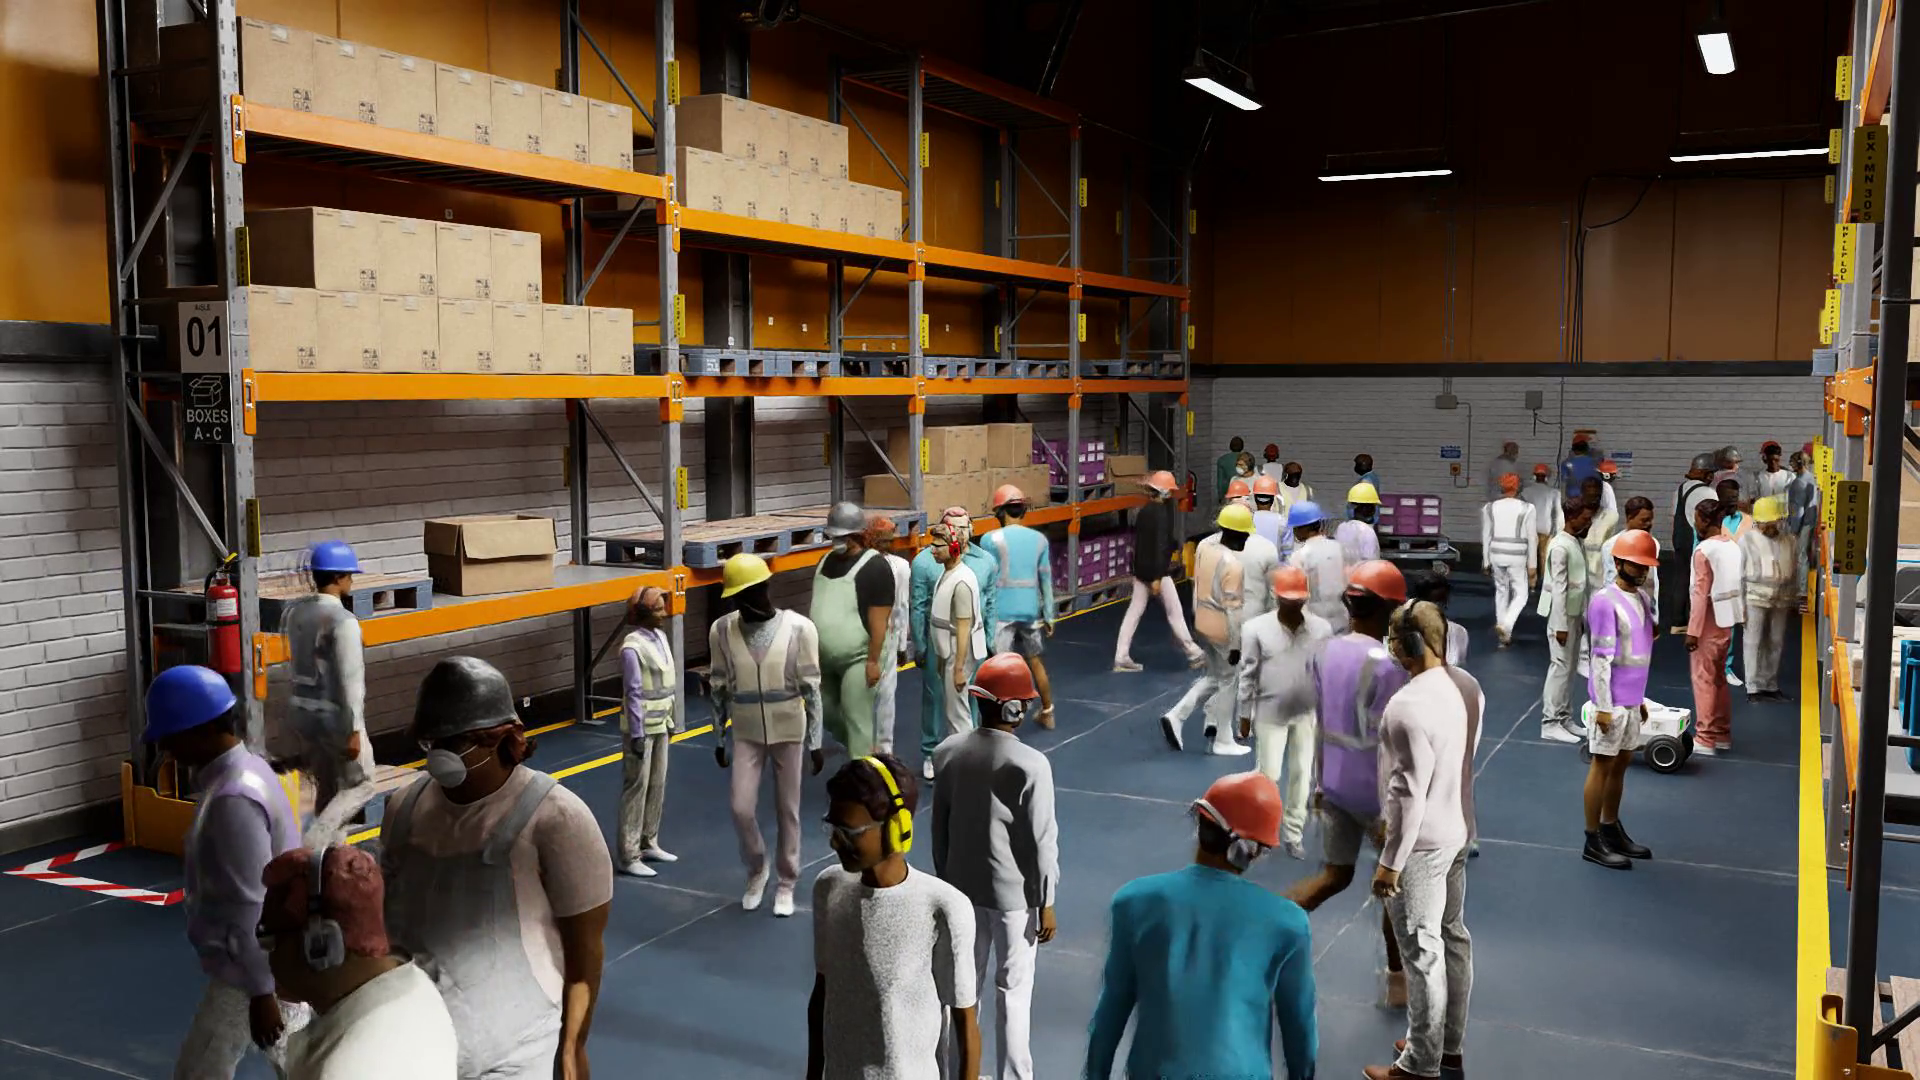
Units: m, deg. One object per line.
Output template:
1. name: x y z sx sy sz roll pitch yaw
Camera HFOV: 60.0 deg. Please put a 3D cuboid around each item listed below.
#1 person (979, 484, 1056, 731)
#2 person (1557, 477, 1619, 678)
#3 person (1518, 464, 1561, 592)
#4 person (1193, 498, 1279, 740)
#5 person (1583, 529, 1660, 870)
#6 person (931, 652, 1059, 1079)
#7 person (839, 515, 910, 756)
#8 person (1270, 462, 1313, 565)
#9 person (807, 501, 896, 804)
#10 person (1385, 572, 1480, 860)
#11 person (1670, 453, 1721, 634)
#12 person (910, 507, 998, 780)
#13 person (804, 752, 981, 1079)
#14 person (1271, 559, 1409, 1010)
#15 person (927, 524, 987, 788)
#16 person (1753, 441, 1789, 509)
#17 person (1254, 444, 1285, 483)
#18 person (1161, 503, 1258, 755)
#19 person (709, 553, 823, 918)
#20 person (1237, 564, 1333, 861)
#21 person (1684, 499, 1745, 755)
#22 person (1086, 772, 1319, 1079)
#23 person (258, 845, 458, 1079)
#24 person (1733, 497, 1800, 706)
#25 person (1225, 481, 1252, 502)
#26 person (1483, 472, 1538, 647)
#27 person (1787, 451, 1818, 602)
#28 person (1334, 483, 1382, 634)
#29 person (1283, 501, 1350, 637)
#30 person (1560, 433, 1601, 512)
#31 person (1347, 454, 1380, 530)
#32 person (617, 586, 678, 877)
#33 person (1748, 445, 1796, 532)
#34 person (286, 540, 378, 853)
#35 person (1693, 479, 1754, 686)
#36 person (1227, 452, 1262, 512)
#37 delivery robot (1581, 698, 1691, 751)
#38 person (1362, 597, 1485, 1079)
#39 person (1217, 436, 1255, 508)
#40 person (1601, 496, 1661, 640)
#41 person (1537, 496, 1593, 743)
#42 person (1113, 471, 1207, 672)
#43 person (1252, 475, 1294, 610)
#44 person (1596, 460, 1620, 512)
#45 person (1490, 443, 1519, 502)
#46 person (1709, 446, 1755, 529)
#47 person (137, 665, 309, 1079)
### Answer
1. person: 0.481 0.561 12.962 0.788 1.999 0.562 -3 6 -32
2. person: 5.940 0.347 15.808 0.626 1.873 0.578 0 5 -5
3. person: 7.735 -0.167 22.272 0.570 1.699 0.890 1 5 15
4. person: 2.145 0.615 12.871 0.657 1.889 0.458 2 6 16
5. person: 3.818 0.900 9.562 0.546 1.934 0.376 -5 7 -43
6. person: 0.152 1.293 6.286 0.569 1.749 0.342 5 7 41
7. person: -0.672 0.721 12.062 0.600 1.844 0.980 -2 6 -19
8. person: 3.966 -0.018 19.958 0.622 1.840 0.429 -1 5 -12
9. person: -0.738 0.715 10.986 0.689 2.000 0.602 5 7 42
10. person: 2.740 1.020 9.715 0.545 1.651 0.840 0 5 -4
11. person: 8.072 0.051 18.123 0.536 2.000 0.684 -1 5 -8
12. person: -0.026 0.719 11.658 0.643 1.908 0.399 -2 6 -19
13. person: -0.187 1.445 4.081 0.566 1.862 0.336 4 6 34
14. person: 1.683 1.086 7.274 0.898 2.005 0.624 -2 6 -20
15. person: -0.015 0.803 11.138 0.381 1.836 0.566 -1 5 -8
16. person: 11.107 -0.364 22.837 0.623 1.992 0.397 -2 6 -18
17. person: 4.629 -0.487 24.757 0.574 1.883 0.356 0 5 -4
18. person: 1.849 0.671 12.203 0.618 1.898 0.625 -2 6 -18
19. person: -0.992 1.006 8.582 0.617 1.898 0.428 0 5 2
20. person: 1.903 0.982 9.766 0.571 1.731 0.529 -1 5 -6
21. person: 5.649 0.646 12.463 0.603 1.904 0.388 -5 7 -43
22. person: 0.673 1.478 4.601 0.627 1.695 0.742 2 6 22
23. person: -1.229 1.522 3.197 0.743 1.877 0.640 -2 6 -20
24. person: 6.963 0.532 14.311 0.677 1.798 0.416 -1 5 -8
25. person: 2.973 0.239 17.714 0.352 1.743 0.564 -1 5 -14
26. person: 5.685 0.222 17.278 0.584 1.864 0.601 5 7 41
27. person: 10.689 -0.169 21.132 0.374 1.932 0.622 4 7 39
28. person: 3.391 0.478 14.120 0.370 1.930 0.584 -2 6 -16
29. person: 2.789 0.642 12.647 0.690 1.885 0.997 -3 6 -29
30. person: 9.660 -0.657 25.882 0.623 2.013 0.811 1 5 15
31. person: 5.397 -0.235 22.269 0.429 1.840 0.636 2 6 17
32. person: -1.762 1.070 9.372 0.309 1.629 0.515 1 5 11
33. person: 10.914 -0.299 22.394 0.616 1.954 0.408 2 6 21
34. person: -3.419 0.963 8.946 0.613 1.922 0.526 4 7 38
35. person: 6.961 0.389 15.231 0.584 1.910 0.394 -1 5 -13
36. person: 3.557 -0.130 20.645 0.371 1.935 0.627 -5 7 -40
37. delivery robot: 4.873 1.308 12.004 0.707 0.478 0.477 3 6 30
38. person: 1.805 1.187 6.478 0.370 1.934 0.627 4 7 40
39. person: 4.466 -0.709 26.888 0.627 1.934 0.371 2 6 19
40. person: 5.173 0.609 12.864 0.599 1.908 0.398 -3 6 -32
41. person: 4.693 0.608 12.879 0.409 1.908 0.597 3 6 33
42. person: 1.940 0.303 15.942 1.057 1.929 0.620 -2 6 -21
43. person: 2.753 0.380 15.134 0.553 1.935 0.364 1 5 7
44. person: 8.653 -0.195 22.300 0.338 1.749 0.573 1 5 6
45. person: 8.443 -0.576 25.828 0.419 1.871 0.716 -1 5 -7
46. person: 9.654 -0.195 20.776 0.941 2.000 0.700 -2 6 -17
47. person: -2.316 1.322 5.225 0.874 1.884 0.726 -2 6 -23
